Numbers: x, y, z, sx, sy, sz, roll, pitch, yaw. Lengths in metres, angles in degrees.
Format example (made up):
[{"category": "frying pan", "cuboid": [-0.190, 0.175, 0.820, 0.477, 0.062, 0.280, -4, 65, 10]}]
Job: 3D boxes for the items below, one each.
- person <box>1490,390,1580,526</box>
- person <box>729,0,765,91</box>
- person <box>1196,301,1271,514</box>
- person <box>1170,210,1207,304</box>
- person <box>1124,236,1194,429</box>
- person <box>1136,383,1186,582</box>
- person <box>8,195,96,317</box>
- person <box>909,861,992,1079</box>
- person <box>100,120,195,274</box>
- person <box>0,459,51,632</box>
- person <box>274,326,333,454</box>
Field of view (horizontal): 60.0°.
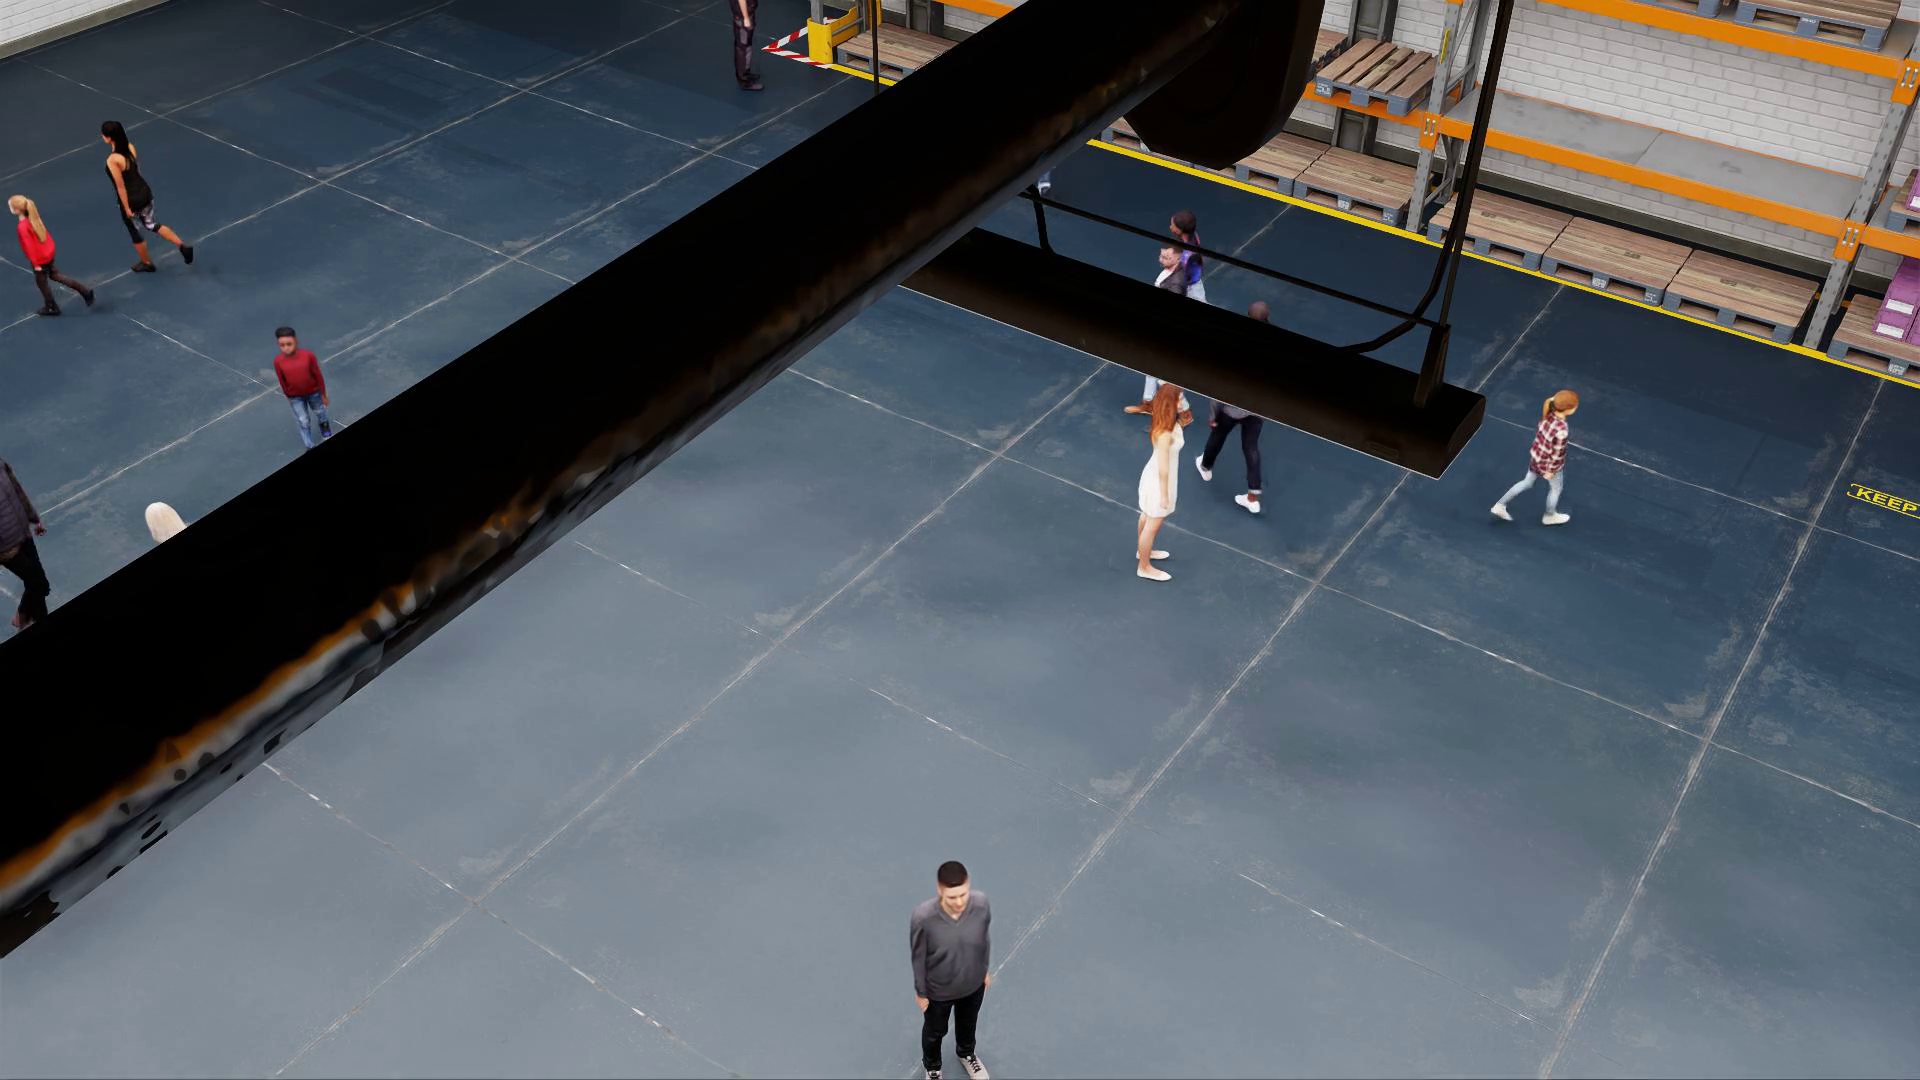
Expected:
[{"category": "person", "cuboid": [4.597, -0.645, 13.205, 0.922, 1.293, 0.857, -6, 39, -7]}, {"category": "person", "cuboid": [-2.613, -6.320, 19.865, 0.798, 1.849, 0.727, -8, 39, -10]}, {"category": "person", "cuboid": [2.325, -1.017, 13.295, 1.122, 1.761, 1.183, -11, 40, -14]}, {"category": "person", "cuboid": [2.128, -2.121, 14.729, 1.021, 1.696, 0.815, 9, 39, 11]}, {"category": "person", "cuboid": [1.792, -1.752, 14.162, 0.986, 1.827, 0.906, 5, 39, 7]}, {"category": "person", "cuboid": [1.517, -0.466, 12.648, 0.662, 1.709, 0.640, 3, 39, 4]}, {"category": "person", "cuboid": [-8.672, -2.703, 15.799, 0.864, 1.271, 0.754, -1, 39, -2]}, {"category": "person", "cuboid": [-0.040, 2.378, 9.044, 0.702, 1.761, 0.713, -16, 41, -19]}, {"category": "person", "cuboid": [-8.019, -3.349, 16.308, 1.025, 1.645, 0.833, 5, 39, 7]}, {"category": "person", "cuboid": [-6.906, 0.007, 11.960, 0.892, 1.827, 0.861, 1, 39, 2]}, {"category": "person", "cuboid": [-5.541, -1.293, 14.067, 0.793, 1.228, 0.930, -13, 40, -16]}]
